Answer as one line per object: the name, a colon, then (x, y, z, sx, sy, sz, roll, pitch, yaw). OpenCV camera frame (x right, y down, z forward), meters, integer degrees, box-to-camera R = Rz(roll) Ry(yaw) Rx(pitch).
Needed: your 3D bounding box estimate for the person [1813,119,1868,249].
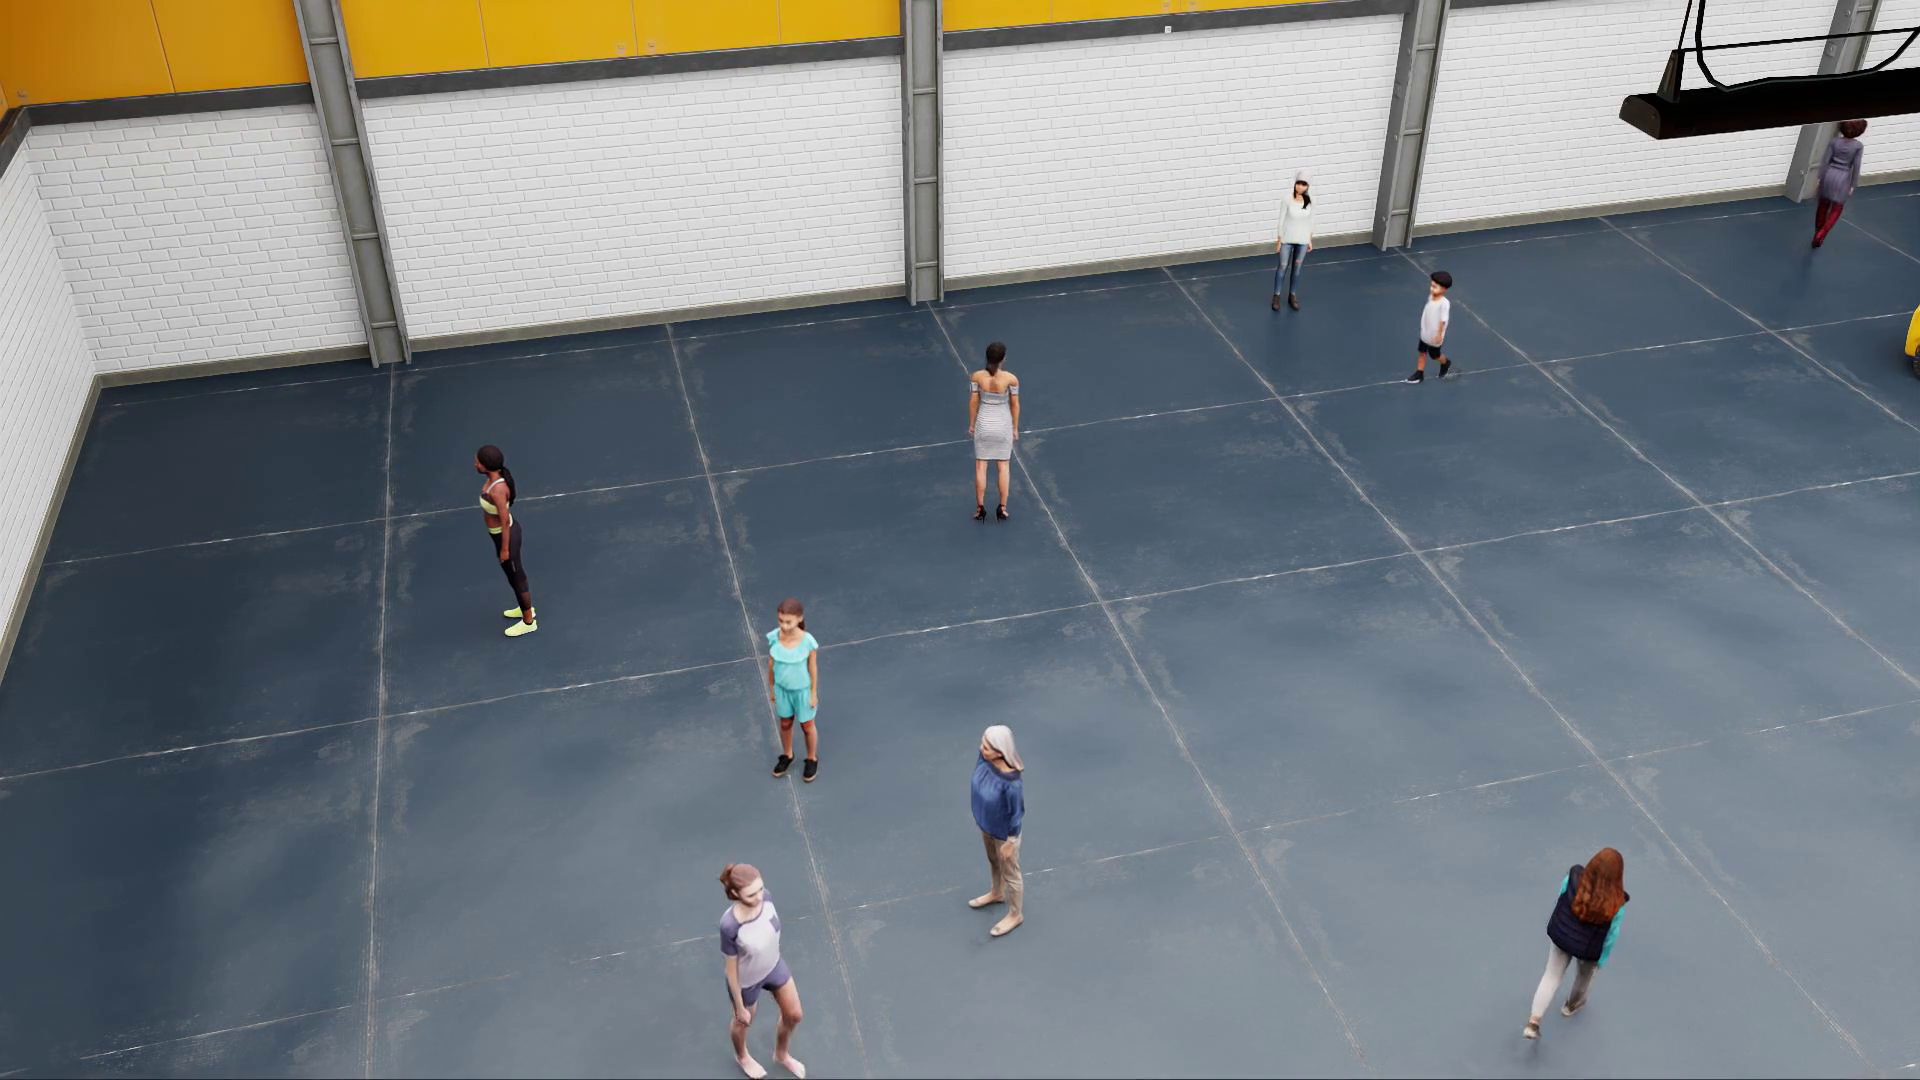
person: (10.584, -4.302, 20.152, 0.868, 1.696, 0.960, 22, 40, 30)

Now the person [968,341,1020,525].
person: (0.281, -0.965, 15.017, 0.604, 1.823, 0.750, 3, 34, 4)

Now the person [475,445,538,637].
person: (-3.713, -0.013, 13.647, 0.492, 1.754, 0.563, -8, 34, -12)

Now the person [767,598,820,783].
person: (-1.210, 1.081, 12.178, 0.617, 1.558, 0.702, 9, 35, 13)

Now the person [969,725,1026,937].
person: (0.269, 1.866, 10.871, 0.641, 1.698, 0.668, -17, 37, -24)

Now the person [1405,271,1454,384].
person: (5.003, -2.226, 17.430, 0.772, 1.252, 0.578, -16, 37, -22)

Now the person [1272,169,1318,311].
person: (3.791, -3.416, 18.861, 0.508, 1.649, 0.672, -1, 34, -2)

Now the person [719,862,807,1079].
person: (-1.274, 2.522, 9.838, 0.819, 1.749, 0.763, 25, 41, 33)

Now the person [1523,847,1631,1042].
person: (3.737, 2.477, 10.152, 0.871, 1.476, 1.019, 26, 41, 33)
